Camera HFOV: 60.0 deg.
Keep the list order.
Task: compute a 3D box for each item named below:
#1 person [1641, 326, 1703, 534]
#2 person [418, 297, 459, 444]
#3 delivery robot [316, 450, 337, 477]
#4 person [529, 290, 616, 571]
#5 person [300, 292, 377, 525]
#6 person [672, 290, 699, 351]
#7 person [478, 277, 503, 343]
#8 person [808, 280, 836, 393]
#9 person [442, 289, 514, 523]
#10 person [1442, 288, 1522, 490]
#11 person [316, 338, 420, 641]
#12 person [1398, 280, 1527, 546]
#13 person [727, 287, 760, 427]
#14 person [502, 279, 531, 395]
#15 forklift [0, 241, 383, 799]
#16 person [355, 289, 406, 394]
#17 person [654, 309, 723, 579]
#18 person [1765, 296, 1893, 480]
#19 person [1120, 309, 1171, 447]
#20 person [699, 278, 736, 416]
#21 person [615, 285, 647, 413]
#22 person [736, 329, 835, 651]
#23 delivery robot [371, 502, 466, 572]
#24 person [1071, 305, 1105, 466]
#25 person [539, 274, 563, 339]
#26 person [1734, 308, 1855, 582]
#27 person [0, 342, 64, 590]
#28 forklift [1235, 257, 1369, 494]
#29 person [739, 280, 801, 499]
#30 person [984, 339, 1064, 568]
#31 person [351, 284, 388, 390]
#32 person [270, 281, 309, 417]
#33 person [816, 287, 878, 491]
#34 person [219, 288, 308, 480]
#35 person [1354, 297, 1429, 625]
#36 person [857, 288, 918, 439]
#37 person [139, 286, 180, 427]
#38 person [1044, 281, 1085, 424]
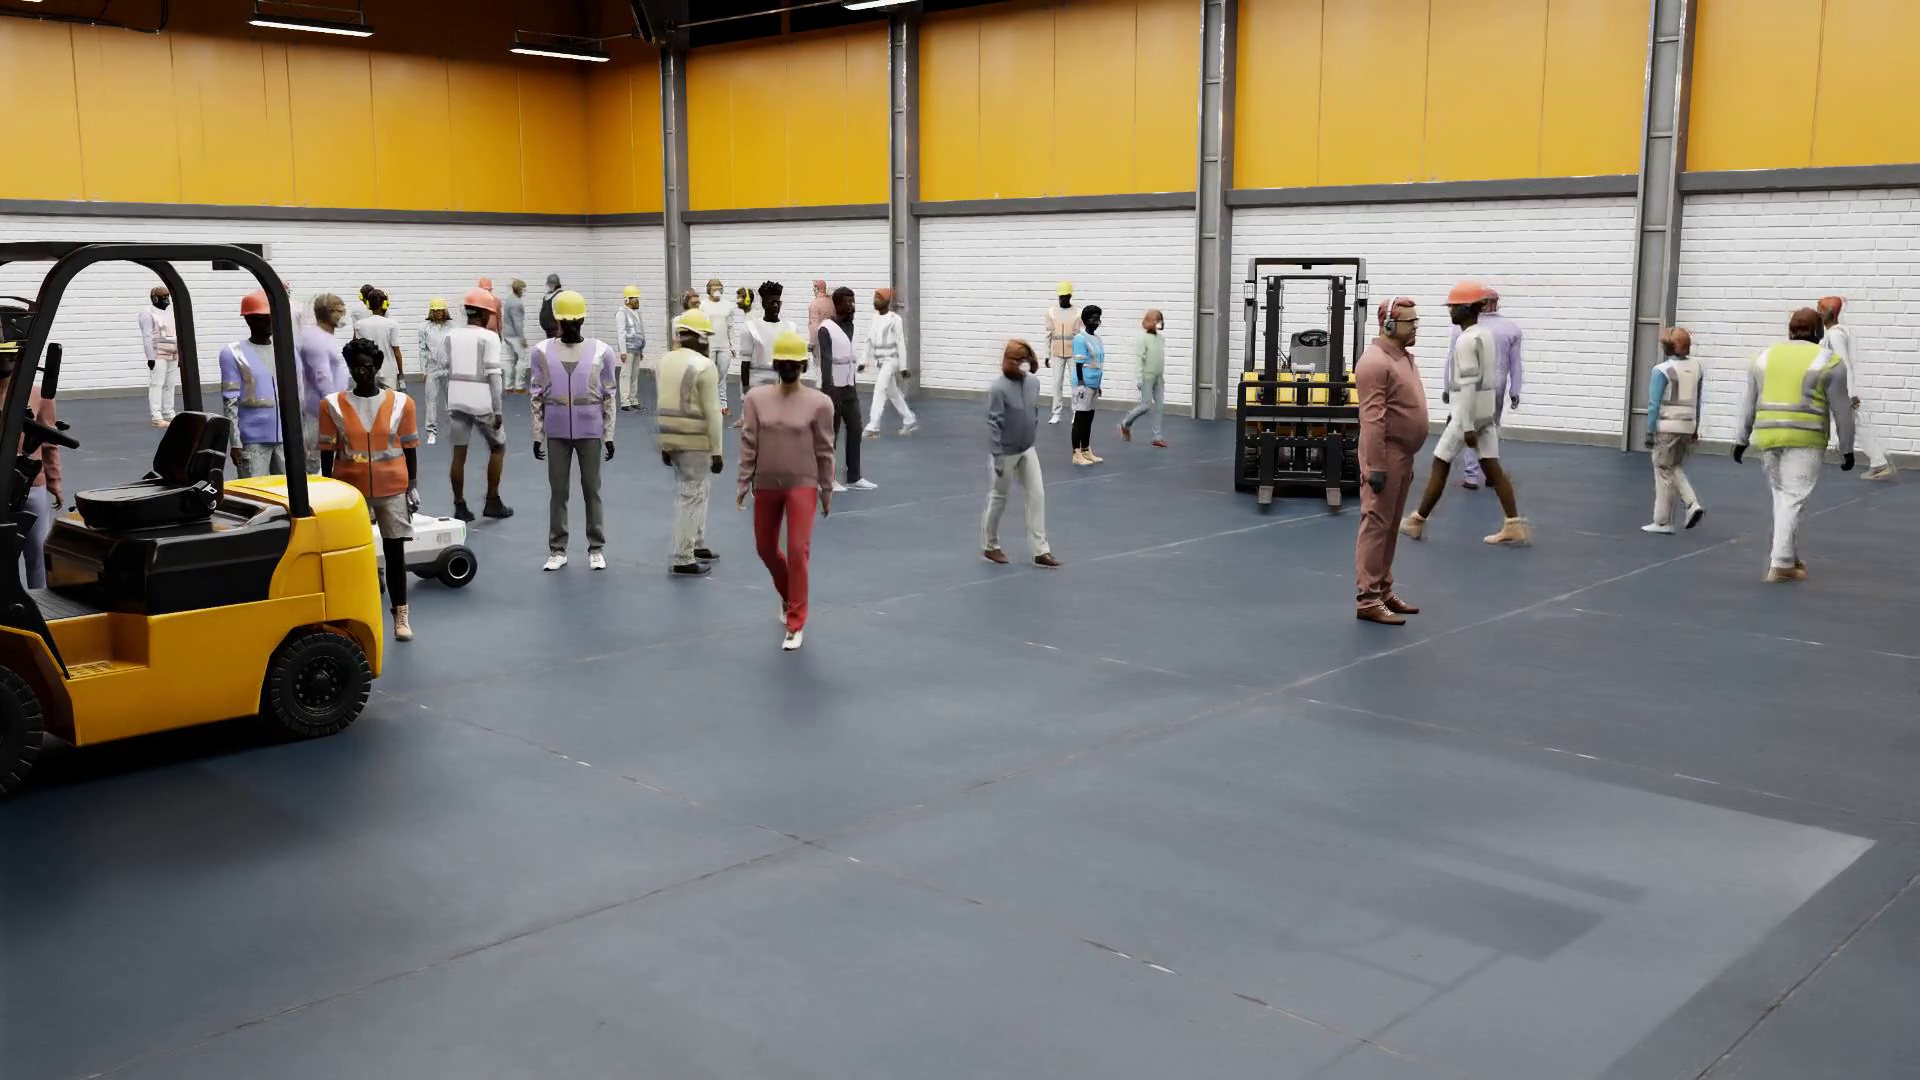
[{"bbox_3d":[5.549,-0.846,12.946,0.540,1.624,0.388,-5,10,-27],"label":"person"},{"bbox_3d":[-6.150,-2.005,19.717,0.487,1.744,0.297,-4,10,-26],"label":"person"},{"bbox_3d":[-5.306,-0.565,14.233,0.707,0.478,0.477,-8,12,-39],"label":"delivery robot"},{"bbox_3d":[-2.655,-0.746,11.445,0.586,1.925,0.369,-1,9,-6],"label":"person"},{"bbox_3d":[-4.913,-0.981,13.016,0.986,1.898,0.642,0,9,0],"label":"person"},{"bbox_3d":[-3.311,-2.101,20.077,0.730,1.828,0.512,6,11,33],"label":"person"},{"bbox_3d":[-8.392,-3.663,29.292,0.645,1.947,0.921,-6,11,-33],"label":"person"},{"bbox_3d":[-2.184,-3.131,26.145,0.406,1.901,0.639,6,11,32],"label":"person"},{"bbox_3d":[-3.964,-1.097,13.645,0.579,1.897,0.673,3,10,17],"label":"person"},{"bbox_3d":[4.920,-1.420,15.688,0.664,1.886,0.502,0,9,0],"label":"person"},{"bbox_3d":[-3.257,-0.266,9.197,0.540,1.695,0.317,-3,10,-20],"label":"person"},{"bbox_3d":[3.785,-0.941,12.470,1.078,1.988,0.627,7,12,36],"label":"person"},{"bbox_3d":[-2.628,-2.389,21.811,0.827,1.842,0.539,-3,10,-18],"label":"person"},{"bbox_3d":[-7.259,-3.318,27.288,0.499,1.903,0.638,-3,10,-20],"label":"person"},{"bbox_3d":[-3.706,-0.171,7.093,1.214,2.155,2.313,9,13,43],"label":"forklift"},{"bbox_3d":[-6.037,-1.685,17.391,0.509,1.865,0.329,1,9,7],"label":"person"},{"bbox_3d":[-1.797,-0.660,11.306,0.628,1.795,0.680,9,13,44],"label":"person"},{"bbox_3d":[8.611,-1.476,16.296,1.102,1.820,0.588,6,11,31],"label":"person"},{"bbox_3d":[2.188,-1.889,19.399,0.585,1.614,0.503,9,13,44],"label":"person"},{"bbox_3d":[-3.430,-2.686,23.295,0.636,1.936,0.354,-6,11,-32],"label":"person"},{"bbox_3d":[-4.749,-2.761,24.070,0.404,1.834,0.591,3,10,16],"label":"person"},{"bbox_3d":[-0.954,-0.309,9.306,0.539,1.741,0.765,2,10,13],"label":"person"},{"bbox_3d":[-3.588,-0.002,10.781,0.707,0.478,0.477,-8,12,-41],"label":"delivery robot"},{"bbox_3d":[1.351,-1.632,17.572,0.321,1.696,0.530,5,11,28],"label":"person"},{"bbox_3d":[-7.683,-4.068,31.451,0.570,2.000,0.801,-6,11,-34],"label":"person"},{"bbox_3d":[5.610,-0.638,11.139,0.720,1.805,0.694,-6,11,-33],"label":"person"},{"bbox_3d":[-5.202,-0.288,9.110,0.528,1.772,0.304,-8,12,-39],"label":"person"},{"bbox_3d":[3.309,-1.629,16.029,1.214,2.155,2.313,2,9,11],"label":"forklift"},{"bbox_3d":[-1.701,-1.356,15.051,0.603,1.966,0.368,-5,11,-30],"label":"person"},{"bbox_3d":[0.406,-0.586,11.467,0.530,1.583,0.775,-8,12,-40],"label":"person"},{"bbox_3d":[-8.040,-2.557,22.737,0.507,1.865,0.329,-5,11,-29],"label":"person"},{"bbox_3d":[-9.433,-2.666,23.281,0.645,1.903,0.400,-2,9,-11],"label":"person"},{"bbox_3d":[-1.051,-1.384,15.463,0.654,1.901,0.615,5,11,29],"label":"person"},{"bbox_3d":[-4.611,-0.694,11.075,0.356,1.941,0.546,7,12,37],"label":"person"},{"bbox_3d":[2.548,-0.470,9.807,0.409,1.908,0.639,5,11,28],"label":"person"},{"bbox_3d":[-0.886,-2.179,20.511,0.963,1.843,0.578,-6,11,-32],"label":"person"},{"bbox_3d":[-10.481,-2.410,21.896,0.429,1.842,0.630,1,9,9],"label":"person"},{"bbox_3d":[1.402,-2.491,22.185,0.590,1.912,0.436,4,10,22],"label":"person"}]
